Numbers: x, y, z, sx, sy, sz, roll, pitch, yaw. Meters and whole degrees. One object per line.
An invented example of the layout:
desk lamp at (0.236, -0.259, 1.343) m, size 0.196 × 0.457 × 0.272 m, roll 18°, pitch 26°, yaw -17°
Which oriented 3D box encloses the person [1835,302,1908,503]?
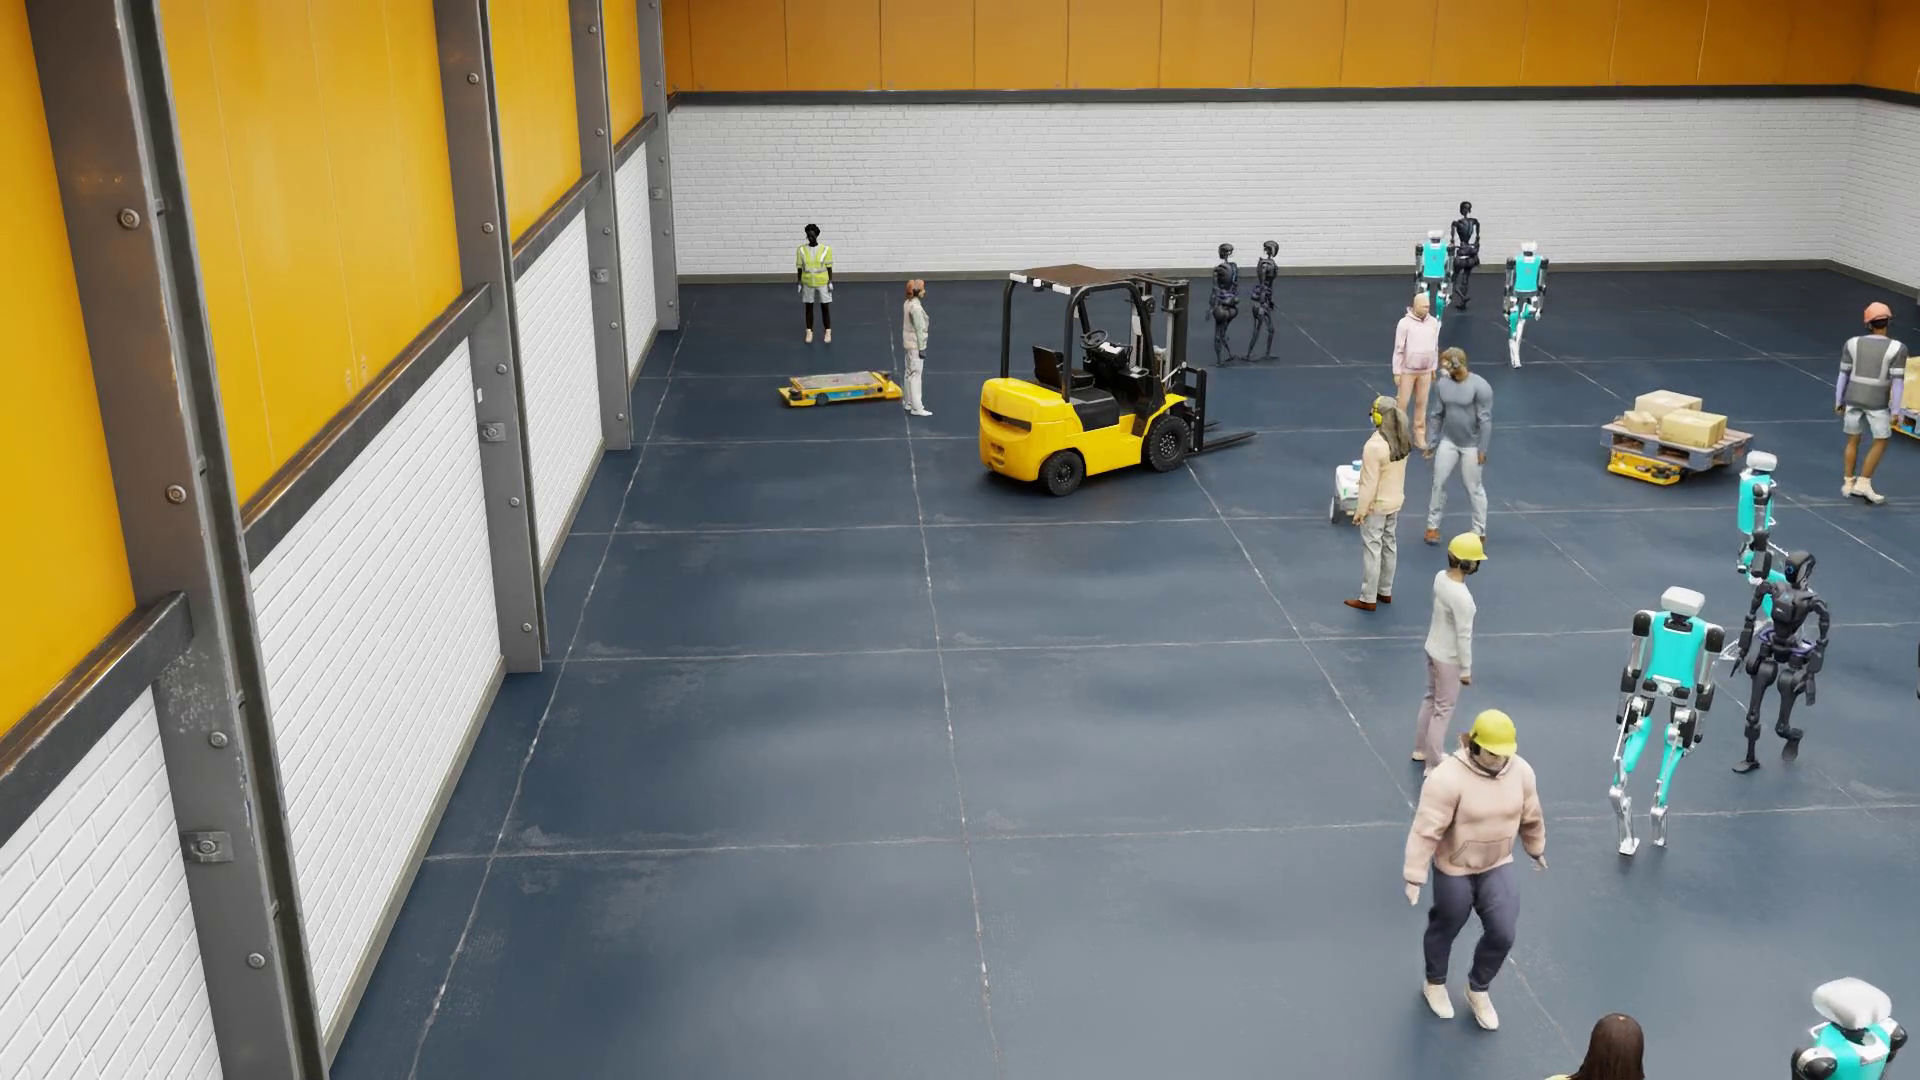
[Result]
person at (9.227, -1.396, 16.922) m, size 0.615 × 2.003 × 0.679 m, roll -17°, pitch 26°, yaw -39°

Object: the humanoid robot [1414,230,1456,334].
humanoid robot at (6.519, -3.425, 22.883) m, size 0.559 × 1.802 × 0.906 m, roll 7°, pitch 21°, yaw 18°

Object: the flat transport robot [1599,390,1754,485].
flat transport robot at (7.723, -0.876, 18.013) m, size 1.431 × 0.231 × 0.659 m, roll -15°, pitch 25°, yaw -35°

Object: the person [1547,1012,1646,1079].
person at (2.410, 2.603, 6.368) m, size 0.470 × 1.766 × 0.375 m, roll 8°, pitch 22°, yaw 21°

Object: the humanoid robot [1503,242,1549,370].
humanoid robot at (7.391, -3.095, 21.942) m, size 0.549 × 1.740 × 1.031 m, roll 3°, pitch 20°, yaw 8°

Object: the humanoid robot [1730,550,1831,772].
humanoid robot at (5.630, 0.815, 11.362) m, size 0.478 × 1.635 × 0.593 m, roll -15°, pitch 25°, yaw -35°

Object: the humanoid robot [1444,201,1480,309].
humanoid robot at (7.739, -4.326, 25.361) m, size 0.610 × 1.644 × 0.471 m, roll -8°, pitch 22°, yaw -22°

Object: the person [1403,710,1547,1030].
person at (2.699, 1.714, 8.668) m, size 0.850 × 1.844 × 0.603 m, roll -3°, pitch 20°, yaw -8°

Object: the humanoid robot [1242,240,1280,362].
humanoid robot at (4.086, -3.207, 22.325) m, size 0.481 × 1.640 × 0.588 m, roll 7°, pitch 21°, yaw 19°

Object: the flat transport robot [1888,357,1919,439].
flat transport robot at (11.217, -1.251, 19.035) m, size 0.659 × 0.231 × 1.431 m, roll -3°, pitch 20°, yaw -9°

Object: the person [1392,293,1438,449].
person at (5.067, -1.886, 18.586) m, size 0.537 × 1.774 × 0.417 m, roll -4°, pitch 21°, yaw -11°

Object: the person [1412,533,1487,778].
person at (3.345, 0.787, 11.322) m, size 0.333 × 1.762 × 0.525 m, roll -1°, pitch 20°, yaw -3°

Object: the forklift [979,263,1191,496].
forklift at (1.315, -1.764, 17.646) m, size 2.313 × 2.155 × 1.214 m, roll -14°, pitch 24°, yaw -33°

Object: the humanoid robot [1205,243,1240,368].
humanoid robot at (3.507, -3.113, 22.063) m, size 0.350 × 1.645 × 0.591 m, roll 18°, pitch 27°, yaw 40°

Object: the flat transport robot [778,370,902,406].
flat transport robot at (-1.498, -1.891, 20.780) m, size 1.431 × 0.231 × 0.659 m, roll -7°, pitch 21°, yaw -18°

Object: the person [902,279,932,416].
person at (-0.535, -2.309, 19.925) m, size 0.306 × 1.640 × 0.510 m, roll -6°, pitch 21°, yaw -16°

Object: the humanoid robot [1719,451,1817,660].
humanoid robot at (6.512, 0.184, 13.047) m, size 0.985 × 1.768 × 0.539 m, roll 4°, pitch 21°, yaw 11°

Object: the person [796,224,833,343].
person at (-2.040, -3.608, 23.398) m, size 0.533 × 1.690 × 0.319 m, roll 2°, pitch 20°, yaw 5°

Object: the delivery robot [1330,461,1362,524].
delivery robot at (3.932, -0.476, 16.518) m, size 0.499 × 0.601 × 0.798 m, roll 2°, pitch 20°, yaw 6°

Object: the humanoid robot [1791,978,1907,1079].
humanoid robot at (3.282, 2.461, 6.811) m, size 0.530 × 1.768 × 0.951 m, roll -10°, pitch 22°, yaw -24°

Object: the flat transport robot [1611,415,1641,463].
flat transport robot at (7.666, -1.102, 18.628) m, size 0.659 × 0.231 × 1.431 m, roll 8°, pitch 22°, yaw 20°

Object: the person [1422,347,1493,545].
person at (4.682, -0.867, 15.635) m, size 0.494 × 1.892 × 0.668 m, roll -17°, pitch 26°, yaw -38°

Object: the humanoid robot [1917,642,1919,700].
humanoid robot at (6.411, 1.035, 10.677) m, size 0.592 × 1.727 × 1.034 m, roll 10°, pitch 22°, yaw 24°

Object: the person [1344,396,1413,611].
person at (3.580, -0.304, 14.130) m, size 0.551 × 1.876 × 0.411 m, roll -17°, pitch 26°, yaw -39°

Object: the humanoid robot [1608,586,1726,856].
humanoid robot at (4.271, 1.217, 10.223) m, size 0.539 × 1.800 × 0.818 m, roll 12°, pitch 23°, yaw 30°
